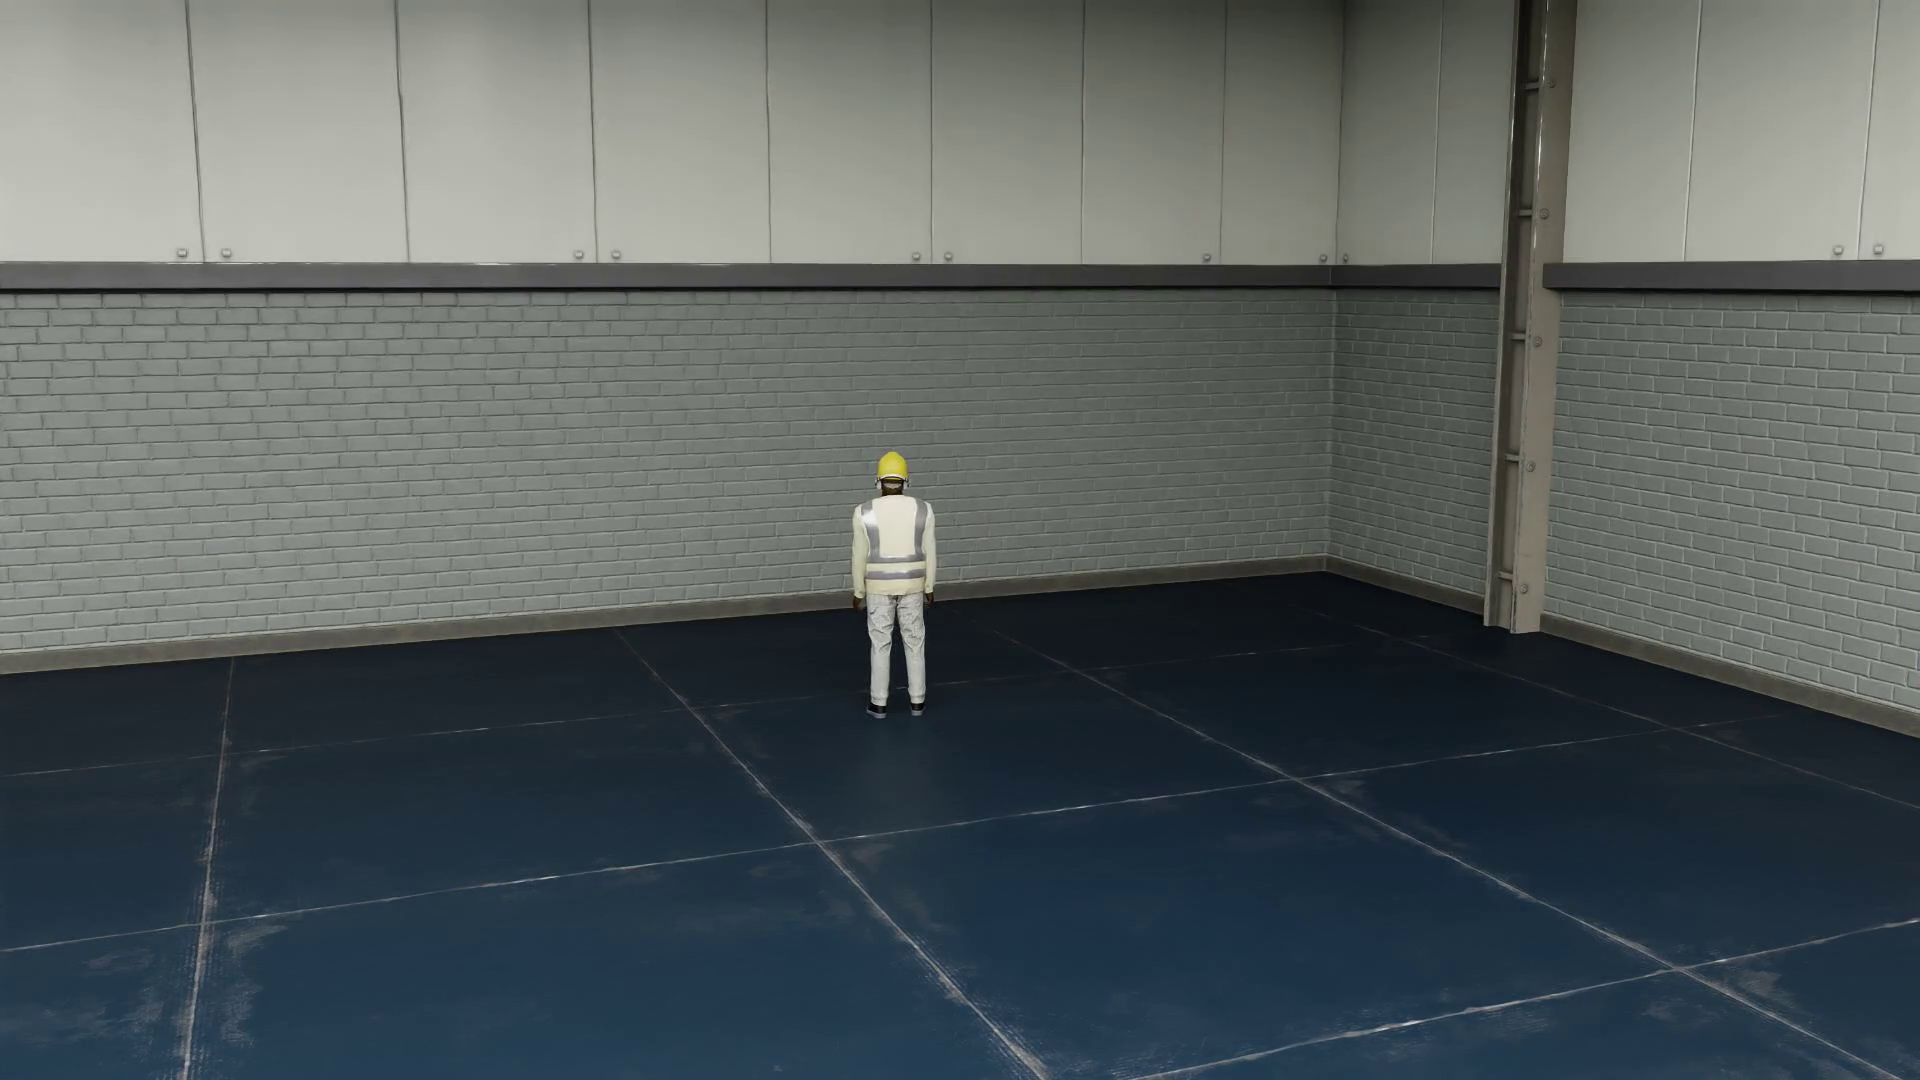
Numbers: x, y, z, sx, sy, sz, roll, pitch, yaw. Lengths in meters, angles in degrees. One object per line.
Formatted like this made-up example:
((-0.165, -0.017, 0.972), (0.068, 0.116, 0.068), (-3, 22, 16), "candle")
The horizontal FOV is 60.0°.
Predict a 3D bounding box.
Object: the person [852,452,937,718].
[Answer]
((-0.455, 0.311, 11.412), (0.588, 1.834, 0.403), (-2, 9, -11), "person")
